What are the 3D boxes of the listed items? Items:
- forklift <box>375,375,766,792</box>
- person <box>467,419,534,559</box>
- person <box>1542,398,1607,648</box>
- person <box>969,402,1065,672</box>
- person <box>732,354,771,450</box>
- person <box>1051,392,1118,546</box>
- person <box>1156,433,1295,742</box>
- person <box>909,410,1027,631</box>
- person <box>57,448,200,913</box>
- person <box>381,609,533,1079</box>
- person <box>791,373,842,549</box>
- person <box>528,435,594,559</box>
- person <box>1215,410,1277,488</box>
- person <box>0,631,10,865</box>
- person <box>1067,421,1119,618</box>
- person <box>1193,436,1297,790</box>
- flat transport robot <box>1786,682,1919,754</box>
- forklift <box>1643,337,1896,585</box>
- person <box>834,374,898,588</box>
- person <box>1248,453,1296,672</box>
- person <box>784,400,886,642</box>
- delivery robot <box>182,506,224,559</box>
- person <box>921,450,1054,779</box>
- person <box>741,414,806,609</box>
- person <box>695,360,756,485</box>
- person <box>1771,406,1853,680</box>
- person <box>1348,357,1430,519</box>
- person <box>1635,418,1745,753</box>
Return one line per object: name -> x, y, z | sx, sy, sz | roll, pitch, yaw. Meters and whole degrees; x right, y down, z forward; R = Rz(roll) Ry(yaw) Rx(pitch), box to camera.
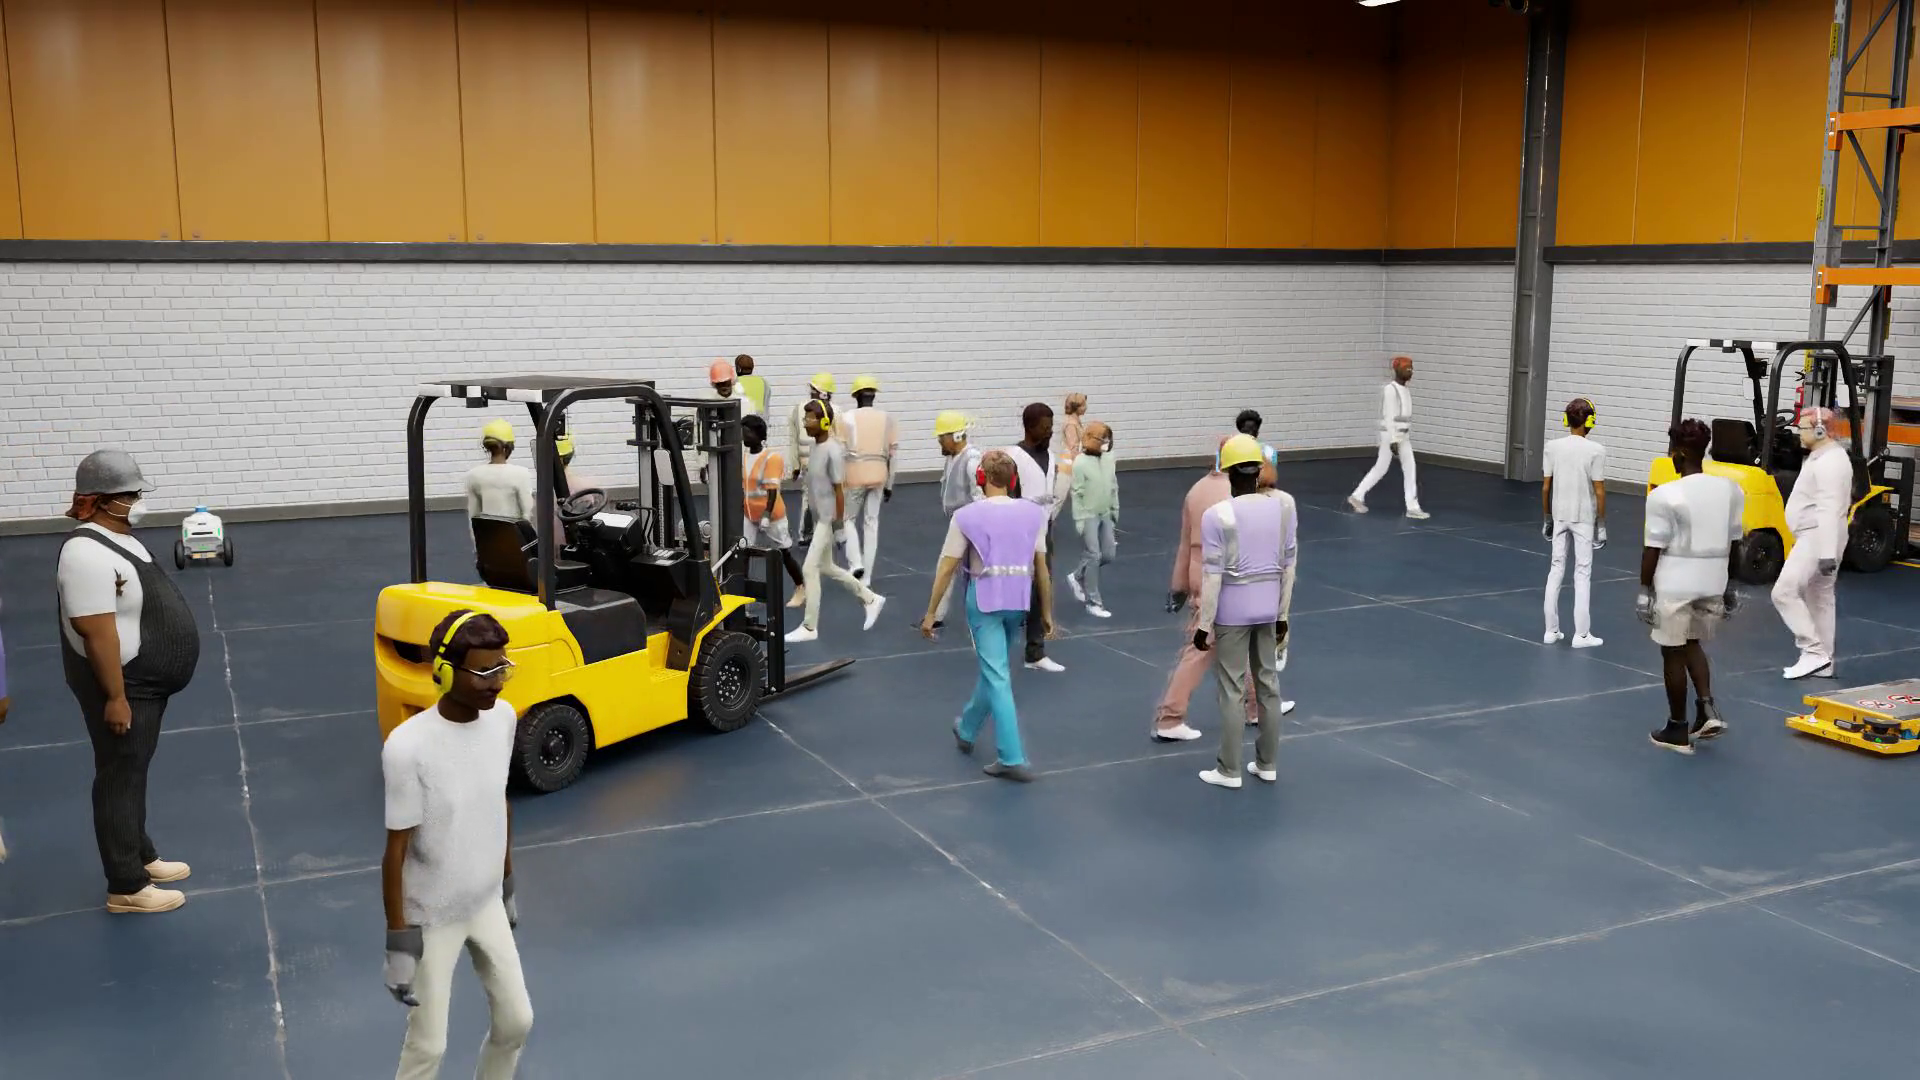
forklift -> -2.268, 0.149, 9.685 | 1.214, 2.155, 2.313 | 6, 11, 32
person -> -3.242, 0.020, 11.841 | 0.553, 1.749, 0.385 | 3, 10, 17
person -> 4.598, -0.128, 12.427 | 0.328, 1.867, 0.509 | -8, 12, -42
person -> 0.432, -0.026, 11.688 | 0.626, 1.899, 0.590 | 6, 11, 32
person -> -2.499, -1.246, 19.428 | 0.621, 1.845, 0.430 | -9, 13, -43
person -> 1.118, -0.695, 16.789 | 0.877, 1.592, 0.519 | 2, 9, 14
person -> 1.605, 0.283, 9.955 | 1.018, 1.841, 0.627 | -3, 10, -17
person -> 0.162, -0.153, 12.982 | 1.056, 1.755, 0.607 | -4, 10, -22
person -> -3.649, 0.601, 7.355 | 0.538, 2.000, 0.683 | -3, 10, -20
person -> -1.474, 1.101, 4.874 | 0.436, 1.845, 0.563 | 6, 11, 31
person -> -1.392, -0.776, 16.644 | 0.601, 1.795, 0.551 | 6, 11, 31
person -> -2.743, 0.131, 11.224 | 0.541, 1.727, 0.853 | 8, 12, 42
person -> 2.348, -0.224, 13.639 | 0.547, 1.665, 0.805 | 0, 9, 1
person -> -4.576, 0.636, 7.287 | 0.613, 1.978, 1.082 | 1, 9, 7
person -> 1.052, -0.181, 13.516 | 0.543, 1.610, 0.502 | -8, 12, -41
person -> 1.529, 0.396, 9.012 | 0.585, 1.917, 0.381 | -4, 10, -24
flat transport robot -> 5.783, 1.046, 10.072 | 1.431, 0.197, 0.652 | -4, 10, -25
forklift -> 7.551, -0.789, 15.507 | 2.313, 2.155, 1.214 | -4, 10, -25
person -> -0.856, -0.519, 14.772 | 0.631, 1.884, 0.476 | -4, 10, -21
person -> 2.020, 0.196, 11.214 | 0.508, 1.614, 0.447 | 4, 10, 24
person -> -0.975, -0.157, 12.654 | 0.826, 1.842, 0.513 | -3, 10, -21
delivery robot -> -7.250, -0.083, 15.908 | 0.477, 0.478, 0.707 | -4, 10, -25
person -> 0.132, 0.398, 9.373 | 0.708, 1.781, 0.953 | -5, 10, -29
person -> -1.590, -0.202, 13.605 | 0.532, 1.659, 0.869 | 7, 12, 38
person -> -2.247, -0.760, 16.049 | 0.611, 1.966, 0.580 | -3, 10, -16
person -> 5.839, 0.029, 11.383 | 0.451, 1.887, 0.641 | 6, 11, 33
person -> 4.924, -1.179, 19.034 | 0.941, 1.848, 0.574 | 8, 12, 42
person -> 4.214, 0.265, 9.677 | 0.619, 1.954, 0.420 | -2, 9, -14
